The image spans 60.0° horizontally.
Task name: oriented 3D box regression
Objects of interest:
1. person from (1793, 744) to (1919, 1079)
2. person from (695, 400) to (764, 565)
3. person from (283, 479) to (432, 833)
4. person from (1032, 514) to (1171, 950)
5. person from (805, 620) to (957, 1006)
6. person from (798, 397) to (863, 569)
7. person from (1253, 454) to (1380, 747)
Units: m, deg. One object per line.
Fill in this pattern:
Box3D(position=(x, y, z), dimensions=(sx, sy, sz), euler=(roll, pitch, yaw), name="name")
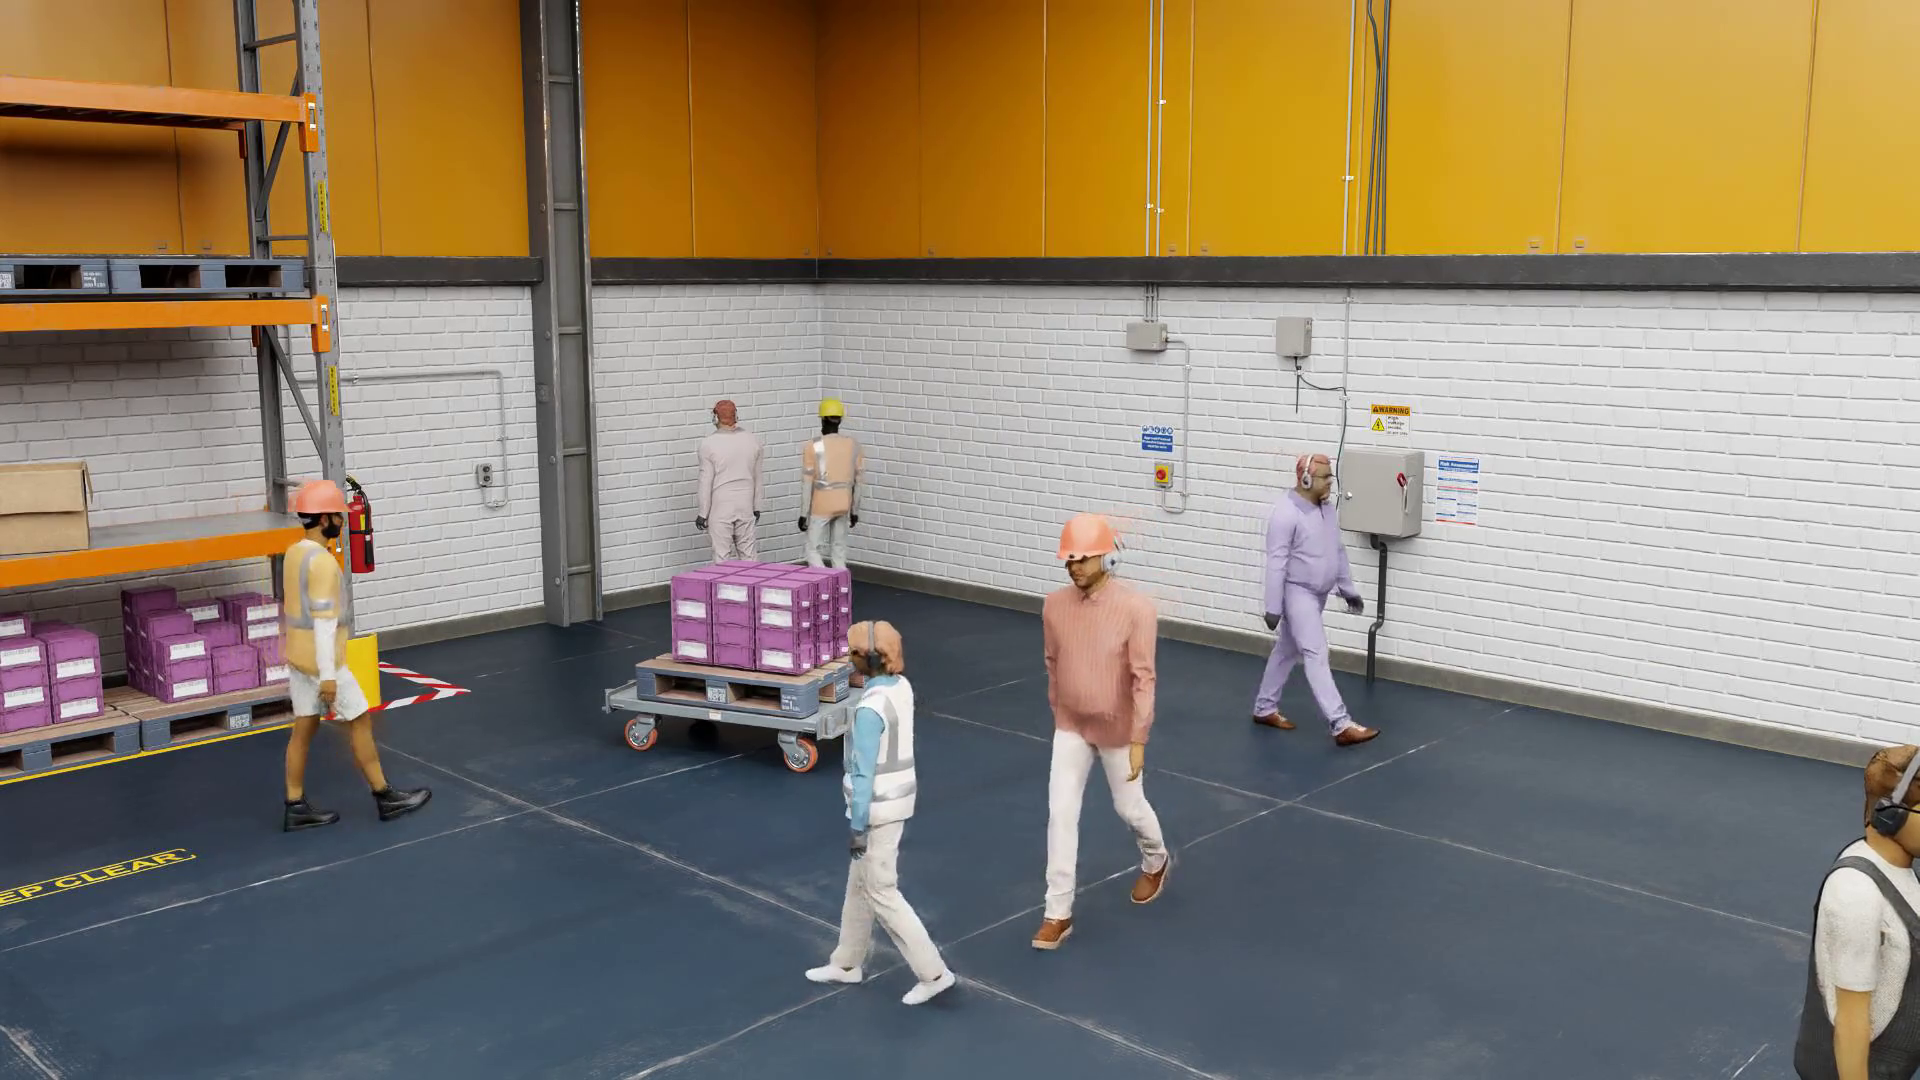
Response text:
Box3D(position=(2.361, 1.423, 4.321), dimensions=(0.344, 1.839, 0.504), euler=(6, 11, 34), name="person")
Box3D(position=(-2.028, -0.276, 14.550), dimensions=(0.639, 1.902, 0.407), euler=(-7, 12, -37), name="person")
Box3D(position=(-3.333, 0.620, 9.035), dimensions=(0.833, 1.906, 0.576), euler=(-8, 12, -40), name="person")
Box3D(position=(0.678, 0.826, 7.655), dimensions=(0.610, 1.957, 0.959), euler=(5, 11, 30), name="person")
Box3D(position=(-0.321, 1.120, 6.853), dimensions=(0.685, 1.618, 0.529), euler=(2, 10, 13), name="person")
Box3D(position=(-1.159, -0.289, 14.574), dimensions=(0.649, 1.919, 0.432), euler=(-7, 11, -36), name="person")
Box3D(position=(2.290, 0.377, 10.674), dimensions=(0.998, 1.860, 0.664), euler=(7, 11, 36), name="person")
